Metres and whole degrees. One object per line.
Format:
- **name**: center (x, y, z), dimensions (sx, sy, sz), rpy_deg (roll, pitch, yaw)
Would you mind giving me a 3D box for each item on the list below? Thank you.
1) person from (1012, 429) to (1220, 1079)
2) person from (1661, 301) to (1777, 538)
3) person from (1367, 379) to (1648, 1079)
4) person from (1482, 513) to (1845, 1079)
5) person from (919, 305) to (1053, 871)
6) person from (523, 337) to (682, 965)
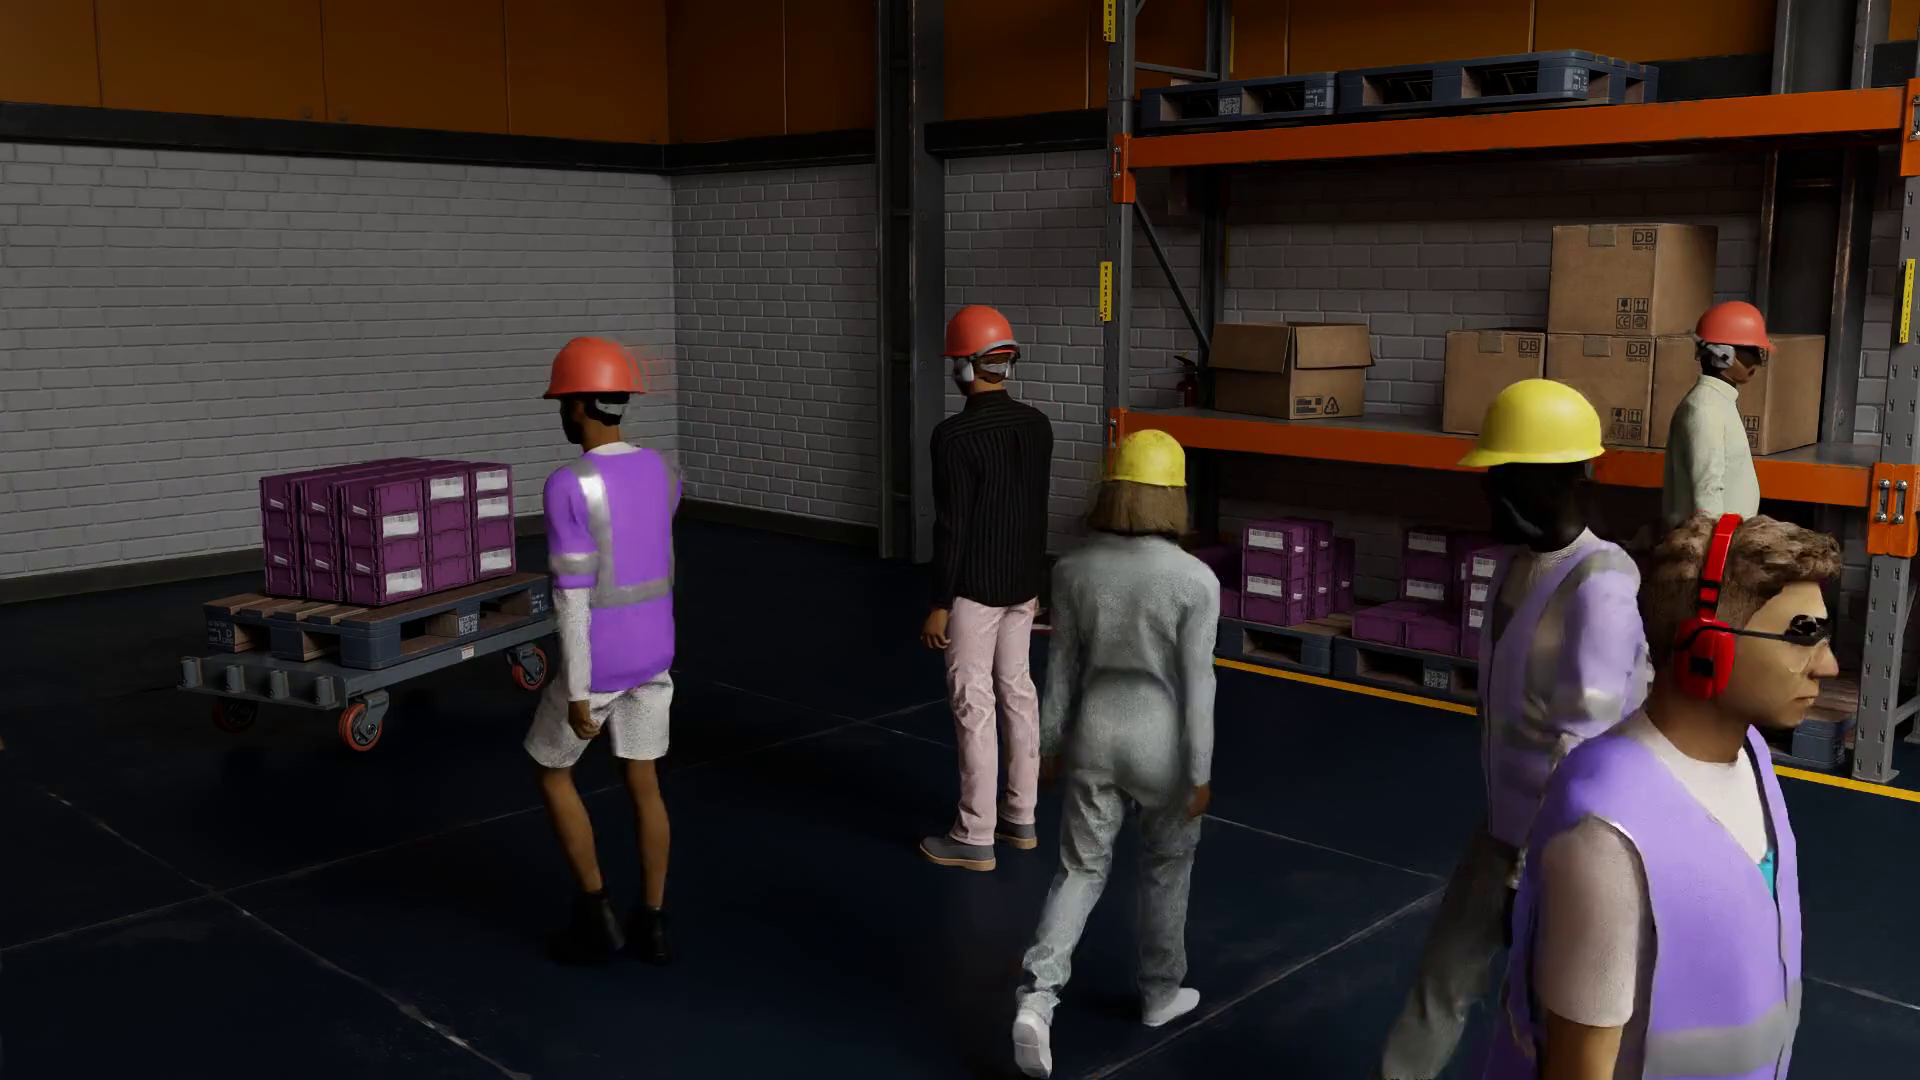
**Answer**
- **person**: center (0.419, 0.561, 4.411), dimensions (0.505, 1.706, 0.795), rpy_deg (5, 11, 29)
- **person**: center (3.015, 0.043, 6.693), dimensions (0.379, 1.994, 0.611), rpy_deg (4, 10, 22)
- **person**: center (1.174, 0.599, 3.612), dimensions (0.958, 1.876, 0.616), rpy_deg (0, 9, -3)
- **person**: center (0.869, 0.847, 2.287), dimensions (0.711, 1.825, 0.573), rpy_deg (8, 12, 40)
- **person**: center (0.087, 0.169, 5.918), dimensions (0.382, 1.992, 0.621), rpy_deg (7, 12, 38)
- **person**: center (-1.085, 0.349, 5.044), dimensions (0.509, 1.914, 0.551), rpy_deg (7, 11, 35)
